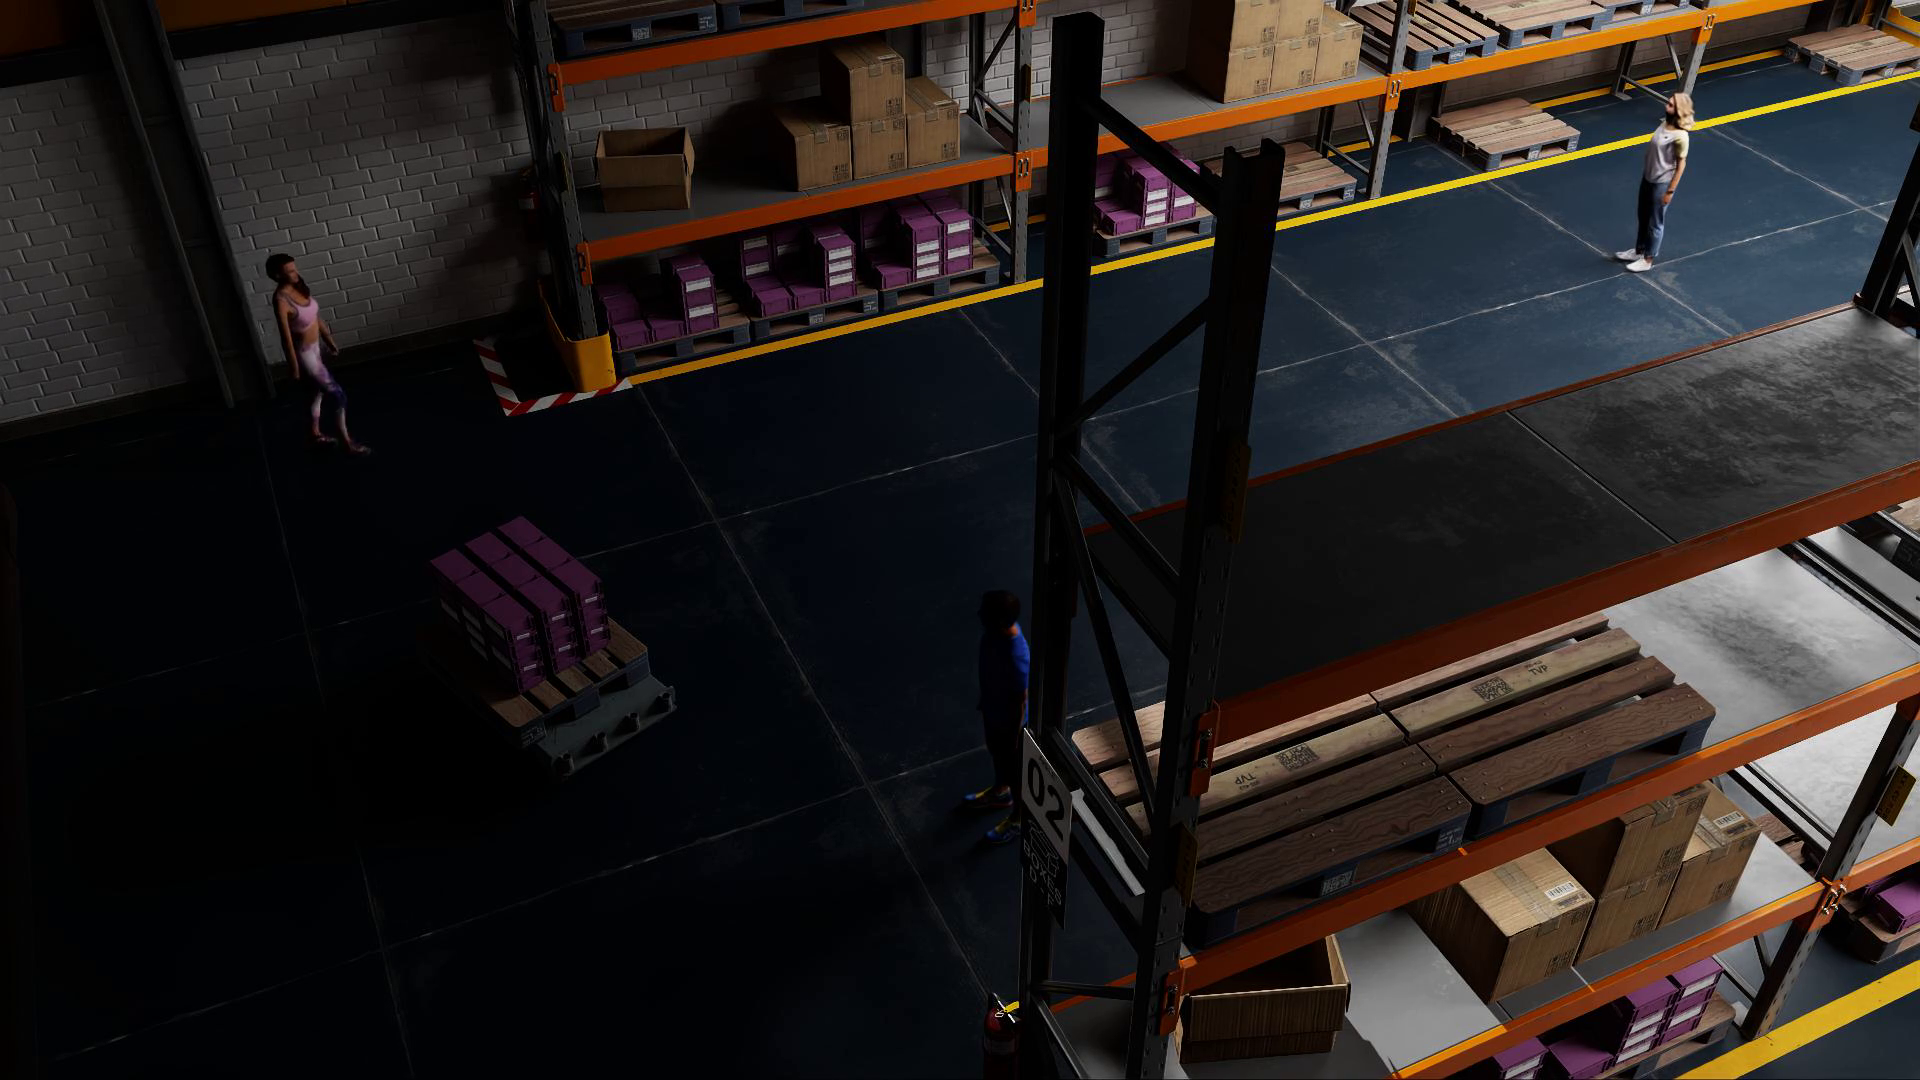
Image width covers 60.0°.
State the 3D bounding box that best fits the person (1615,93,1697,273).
[{"bbox_3d":[6.374,-3.255,15.143,0.647,1.723,0.691,-4,39,-5],"label":"person"}]

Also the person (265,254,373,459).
[{"bbox_3d":[-5.113,-1.414,12.813,0.866,1.753,0.731,-3,39,-3],"label":"person"}]

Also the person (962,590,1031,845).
[{"bbox_3d":[0.277,1.000,9.700,0.597,1.866,0.629,-12,40,-14],"label":"person"}]
